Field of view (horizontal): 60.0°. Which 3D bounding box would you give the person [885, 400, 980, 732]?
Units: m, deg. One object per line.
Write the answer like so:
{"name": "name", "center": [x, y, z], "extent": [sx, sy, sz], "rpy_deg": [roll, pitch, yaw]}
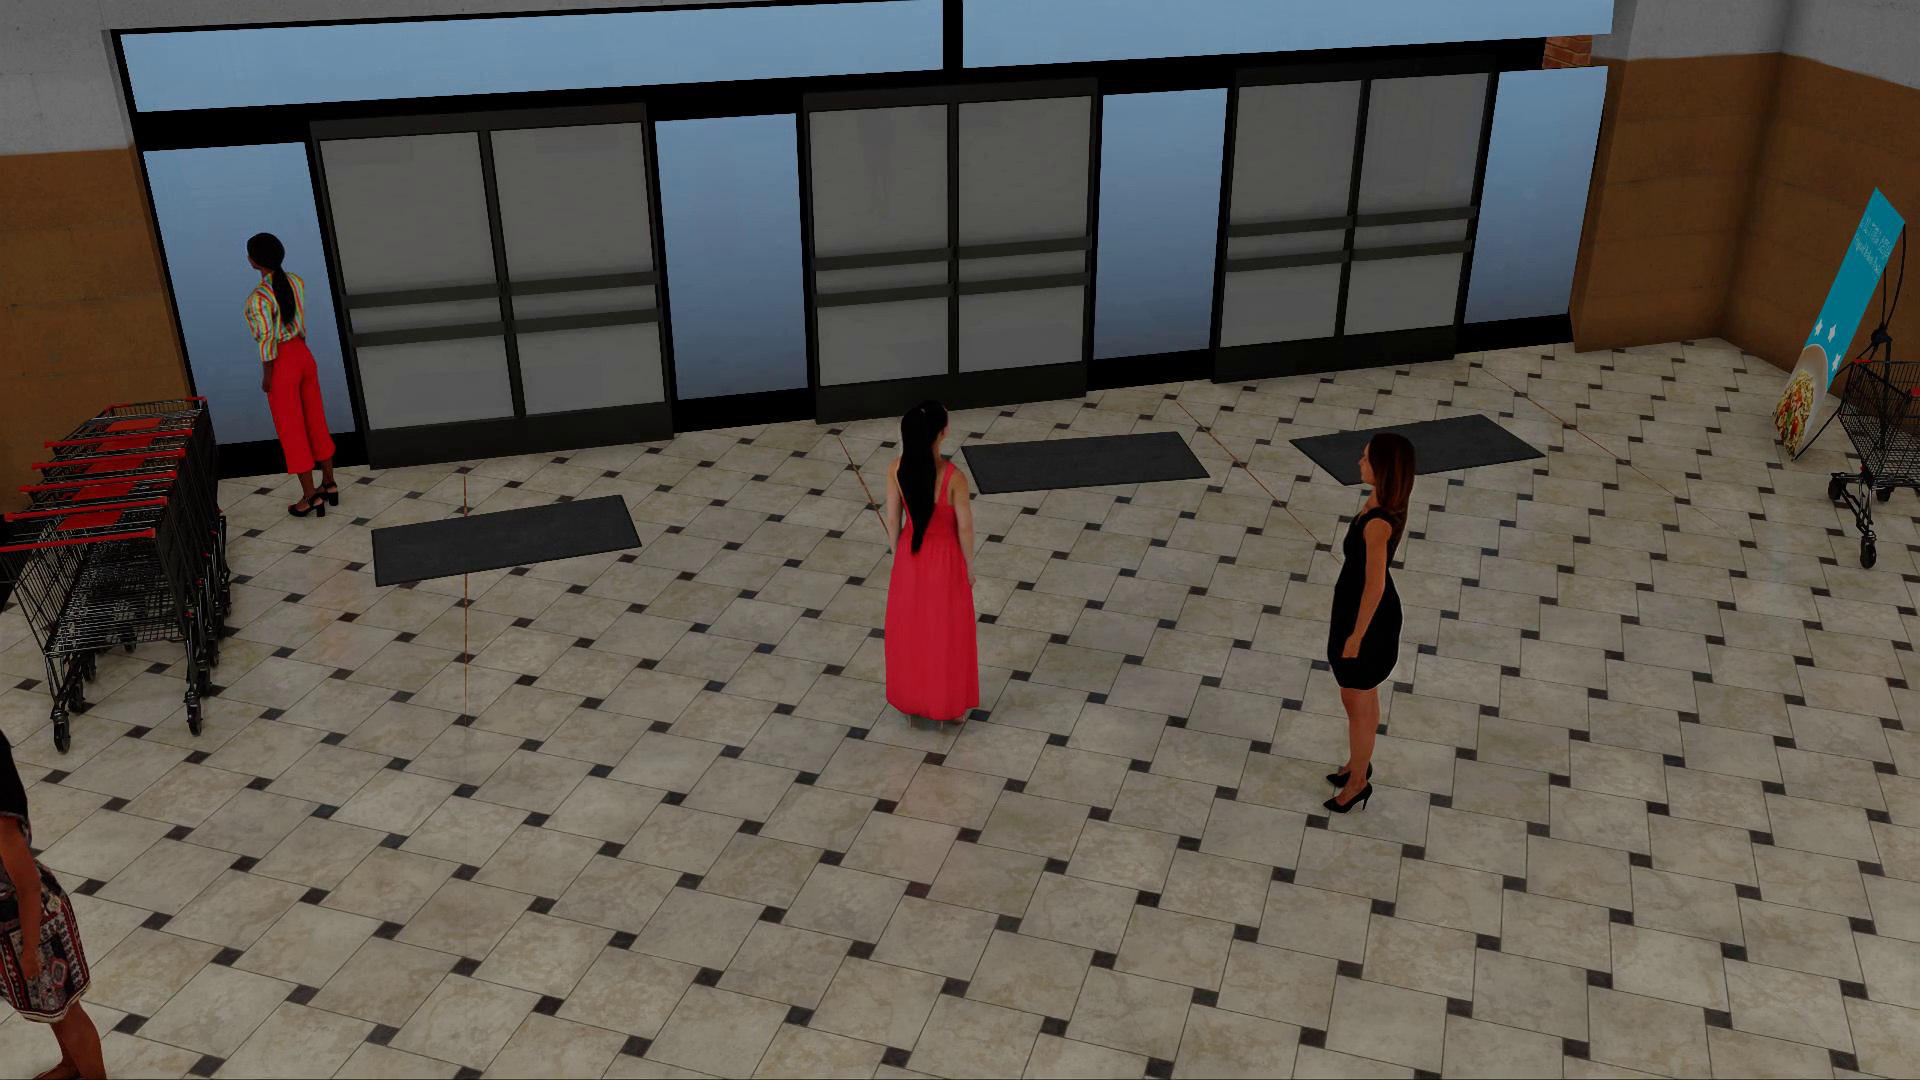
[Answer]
{"name": "person", "center": [-0.142, 0.137, 7.929], "extent": [0.714, 1.727, 0.747], "rpy_deg": [10, 28, 18]}

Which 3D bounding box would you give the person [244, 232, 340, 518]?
{"name": "person", "center": [-4.061, -0.995, 10.086], "extent": [0.741, 1.793, 0.636], "rpy_deg": [8, 28, 15]}

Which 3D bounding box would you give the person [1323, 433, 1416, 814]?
{"name": "person", "center": [1.786, 0.384, 7.320], "extent": [0.722, 1.835, 0.627], "rpy_deg": [8, 28, 16]}

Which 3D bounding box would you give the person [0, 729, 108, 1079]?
{"name": "person", "center": [-3.217, 1.302, 5.720], "extent": [0.784, 1.645, 0.643], "rpy_deg": [-23, 35, -37]}
